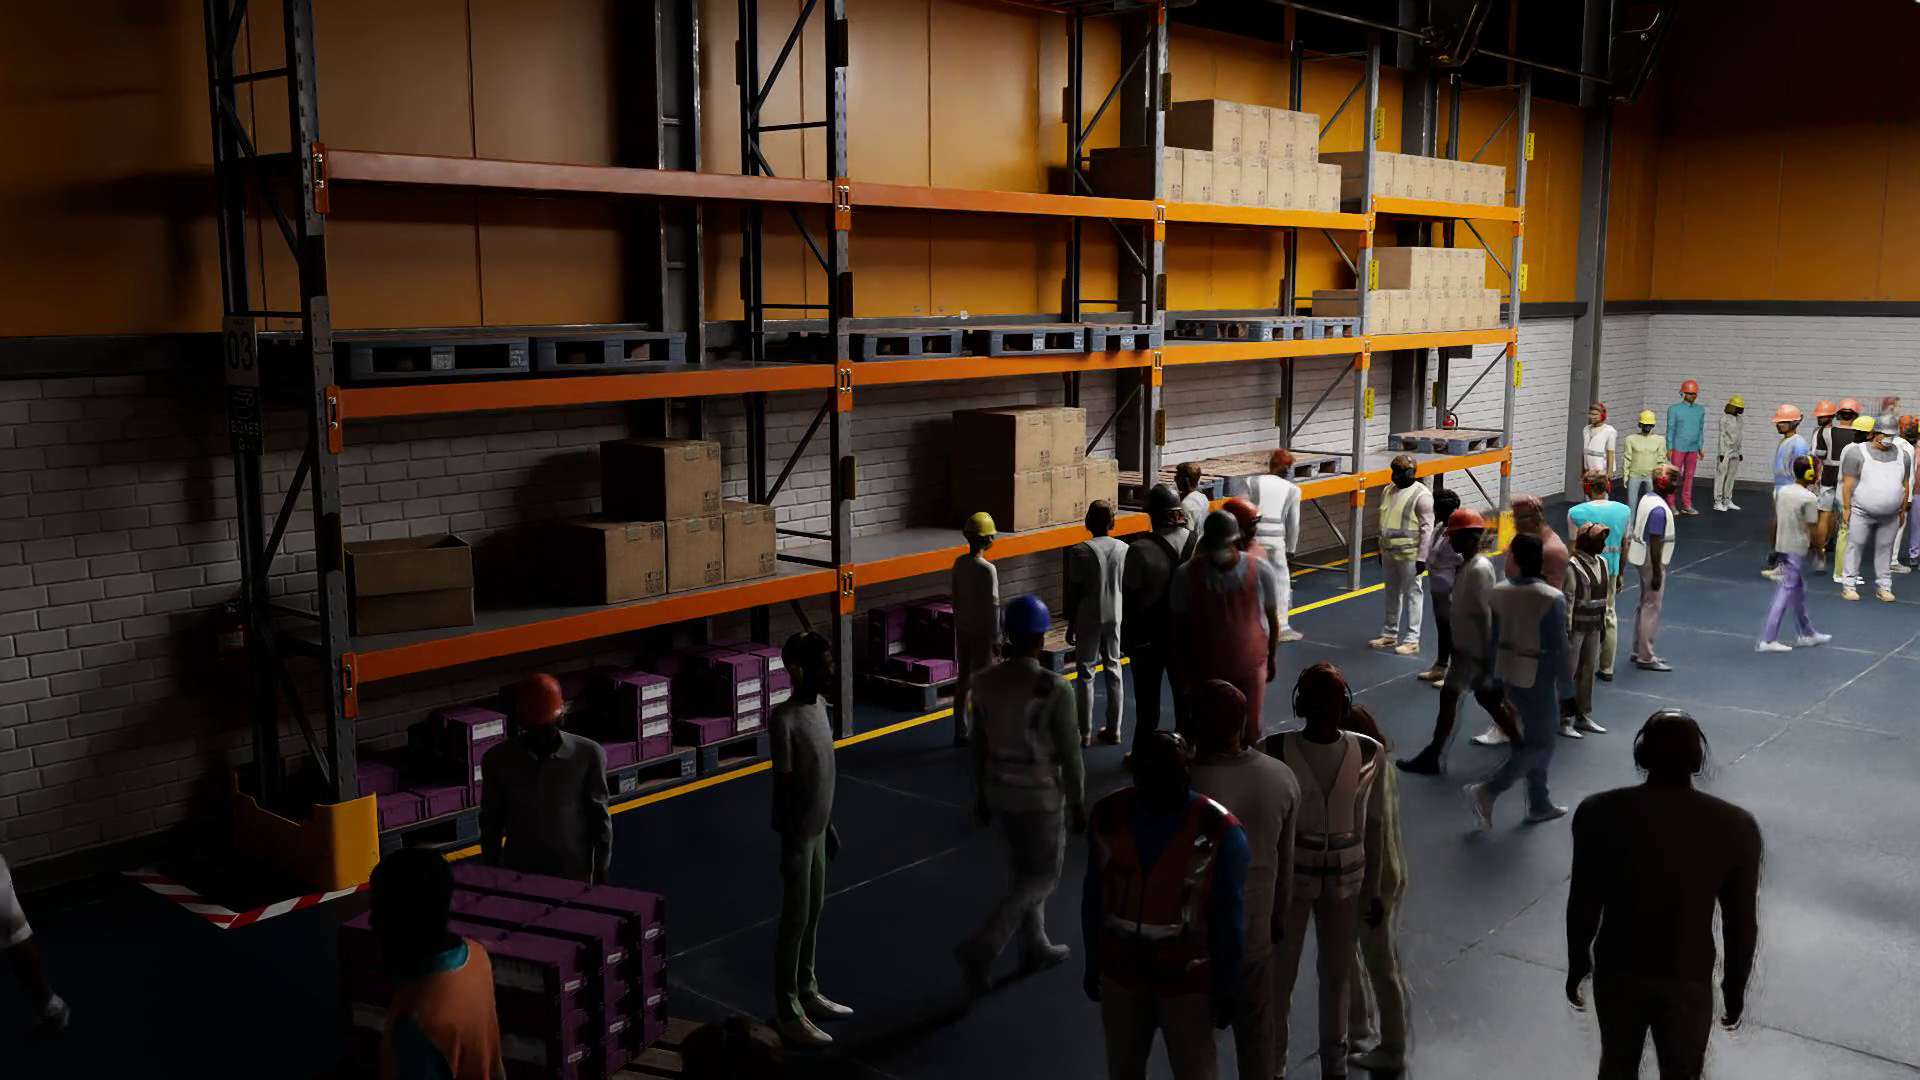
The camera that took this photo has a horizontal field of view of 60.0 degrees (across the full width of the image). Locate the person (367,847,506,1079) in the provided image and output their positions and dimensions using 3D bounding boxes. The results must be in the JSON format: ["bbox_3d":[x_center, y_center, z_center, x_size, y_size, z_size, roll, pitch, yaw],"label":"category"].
[{"bbox_3d":[-1.390,1.767,4.641,0.735,1.889,0.595,-1,9,-6],"label":"person"}]

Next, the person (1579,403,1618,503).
[{"bbox_3d":[8.438,-0.890,21.979,0.387,1.836,0.562,-3,9,-18],"label":"person"}]

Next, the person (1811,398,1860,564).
[{"bbox_3d":[10.650,-0.695,20.110,0.613,2.029,0.409,4,10,26],"label":"person"}]

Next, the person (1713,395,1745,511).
[{"bbox_3d":[11.591,-1.306,24.987,0.484,1.735,0.310,-5,10,-28],"label":"person"}]

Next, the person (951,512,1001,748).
[{"bbox_3d":[0.143,0.675,12.109,0.317,1.767,0.534,-5,10,-32],"label":"person"}]

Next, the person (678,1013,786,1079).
[{"bbox_3d":[-0.455,1.939,3.734,0.341,1.837,0.512,-1,9,-7],"label":"person"}]

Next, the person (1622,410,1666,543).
[{"bbox_3d":[8.947,-0.820,21.774,0.525,1.760,0.340,2,9,13],"label":"person"}]

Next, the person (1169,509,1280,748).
[{"bbox_3d":[1.699,0.757,10.696,0.701,2.000,0.796,2,9,10],"label":"person"}]

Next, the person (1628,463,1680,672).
[{"bbox_3d":[6.126,0.234,14.718,0.392,1.839,0.565,2,9,15],"label":"person"}]

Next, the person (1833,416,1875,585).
[{"bbox_3d":[10.169,-0.453,18.898,0.394,1.919,0.586,4,10,22],"label":"person"}]

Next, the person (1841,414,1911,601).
[{"bbox_3d":[9.837,-0.351,17.842,0.679,2.000,0.535,1,9,8],"label":"person"}]

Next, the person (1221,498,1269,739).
[{"bbox_3d":[1.898,0.700,11.238,0.392,1.985,0.609,3,9,17],"label":"person"}]

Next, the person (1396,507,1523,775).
[{"bbox_3d":[3.592,0.714,11.535,0.964,1.876,0.584,2,9,10],"label":"person"}]

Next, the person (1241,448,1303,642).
[{"bbox_3d":[2.904,0.055,15.846,0.697,1.857,0.345,0,9,0],"label":"person"}]

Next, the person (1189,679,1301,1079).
[{"bbox_3d":[0.988,1.480,6.457,0.637,1.911,0.406,-4,10,-24],"label":"person"}]

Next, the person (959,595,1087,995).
[{"bbox_3d":[0.271,1.233,8.023,0.621,1.918,0.751,9,12,44],"label":"person"}]

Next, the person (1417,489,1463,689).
[{"bbox_3d":[4.111,0.408,14.055,0.321,1.694,0.535,-1,9,-4],"label":"person"}]

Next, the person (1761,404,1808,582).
[{"bbox_3d":[9.448,-0.534,19.060,0.415,2.035,0.609,1,9,8],"label":"person"}]

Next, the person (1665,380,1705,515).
[{"bbox_3d":[10.679,-1.358,24.485,0.622,1.994,0.381,-2,9,-13],"label":"person"}]

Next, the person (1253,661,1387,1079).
[{"bbox_3d":[1.463,1.430,6.861,0.583,1.882,0.350,0,9,-2],"label":"person"}]

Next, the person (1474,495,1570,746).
[{"bbox_3d":[4.184,0.591,12.403,0.831,1.868,0.678,-2,9,-11],"label":"person"}]

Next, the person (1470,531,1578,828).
[{"bbox_3d":[3.553,0.884,10.401,0.783,1.877,0.611,-3,9,-18],"label":"person"}]

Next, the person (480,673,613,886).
[{"bbox_3d":[-1.819,1.430,7.325,0.569,1.740,0.354,-1,9,-8],"label":"person"}]

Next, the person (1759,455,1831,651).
[{"bbox_3d":[7.840,0.131,15.403,0.897,1.831,0.562,-1,9,-6],"label":"person"}]

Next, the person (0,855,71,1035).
[{"bbox_3d":[-3.418,1.600,5.665,0.611,1.912,0.941,2,9,14],"label":"person"}]

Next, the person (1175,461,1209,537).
[{"bbox_3d":[2.046,0.217,14.805,0.325,1.843,0.517,4,10,27],"label":"person"}]

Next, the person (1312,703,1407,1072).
[{"bbox_3d":[1.731,1.507,7.250,0.551,1.605,0.508,4,10,22],"label":"person"}]

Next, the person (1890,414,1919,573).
[{"bbox_3d":[11.083,-0.547,19.636,0.366,1.879,0.584,1,9,5],"label":"person"}]

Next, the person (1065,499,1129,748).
[{"bbox_3d":[1.025,0.618,12.266,0.500,1.840,0.345,-3,9,-21],"label":"person"}]

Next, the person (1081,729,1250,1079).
[{"bbox_3d":[0.732,1.578,6.090,0.631,1.837,0.430,4,10,27],"label":"person"}]

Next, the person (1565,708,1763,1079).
[{"bbox_3d":[2.494,1.561,5.944,0.635,1.921,0.738,3,9,19],"label":"person"}]

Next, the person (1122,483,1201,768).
[{"bbox_3d":[1.420,0.598,11.722,0.681,2.000,0.535,-4,9,-22],"label":"person"}]

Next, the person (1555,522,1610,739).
[{"bbox_3d":[4.703,0.673,12.558,0.514,1.634,0.313,-6,11,-34],"label":"person"}]

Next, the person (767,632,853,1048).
[{"bbox_3d":[-0.682,1.332,7.540,0.329,1.872,0.508,2,9,15],"label":"person"}]

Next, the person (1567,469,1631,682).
[{"bbox_3d":[5.422,0.315,14.200,0.563,1.838,0.389,-1,9,-9],"label":"person"}]

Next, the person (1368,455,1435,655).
[{"bbox_3d":[4.084,0.131,15.372,0.430,1.845,0.624,-4,10,-26],"label":"person"}]
